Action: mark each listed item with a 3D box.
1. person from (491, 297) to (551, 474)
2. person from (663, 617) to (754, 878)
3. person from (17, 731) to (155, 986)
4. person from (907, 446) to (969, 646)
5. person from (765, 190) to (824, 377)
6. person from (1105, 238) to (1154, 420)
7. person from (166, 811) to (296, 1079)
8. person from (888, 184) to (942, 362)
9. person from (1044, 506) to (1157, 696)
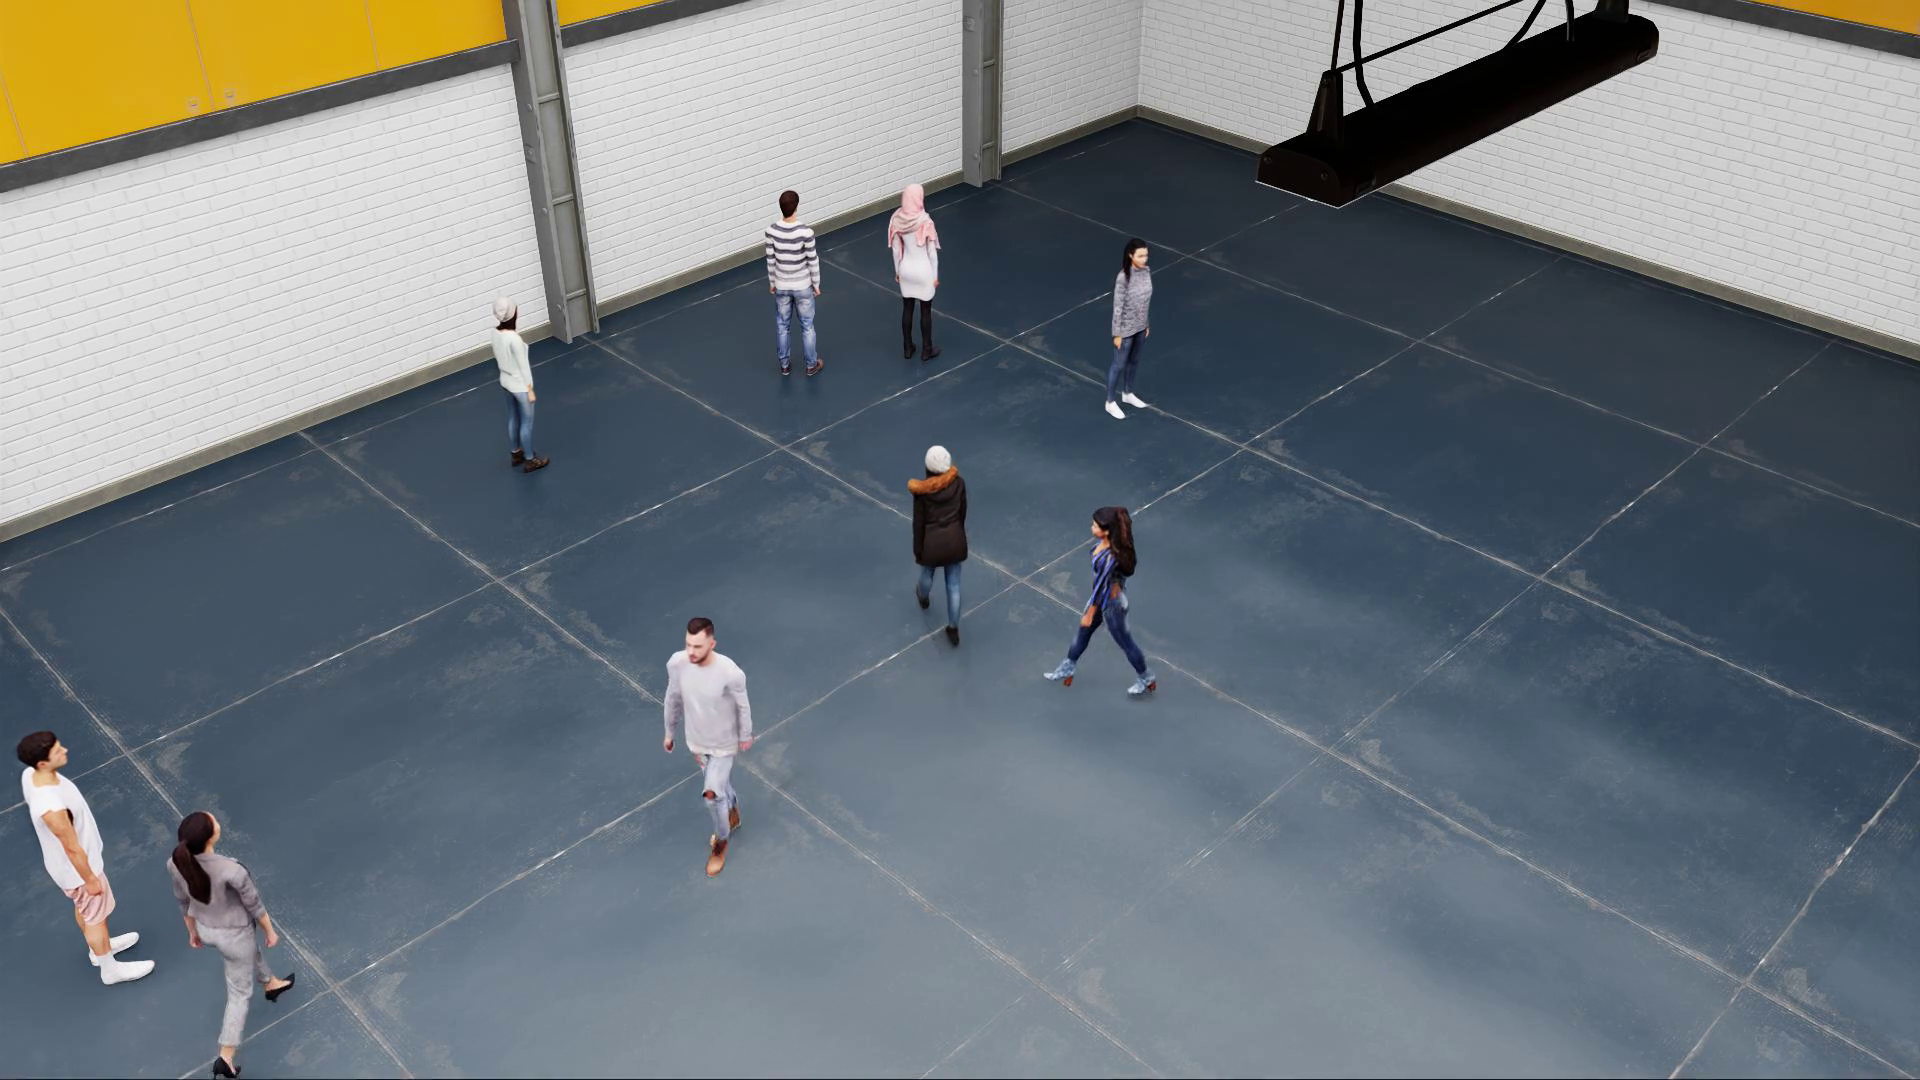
[{"bbox_3d":[-3.875,-1.367,14.533,0.479,1.647,0.549,-29,43,-36],"label":"person"},{"bbox_3d":[-1.537,1.186,10.536,0.814,1.819,0.888,16,37,23],"label":"person"},{"bbox_3d":[-5.119,1.829,9.598,0.587,1.786,0.669,-23,40,-31],"label":"person"},{"bbox_3d":[-0.114,0.067,12.415,1.028,1.603,0.990,-8,34,-12],"label":"person"},{"bbox_3d":[-1.608,-2.465,16.000,0.720,1.852,0.736,5,34,7],"label":"person"},{"bbox_3d":[1.577,-1.985,15.386,0.448,1.732,0.674,-28,43,-35],"label":"person"},{"bbox_3d":[-4.053,2.230,9.126,1.005,1.642,1.188,8,34,11],"label":"person"},{"bbox_3d":[-0.427,-2.610,16.261,0.722,1.803,0.726,13,36,18],"label":"person"},{"bbox_3d":[1.139,0.479,11.816,1.115,1.579,1.049,0,34,-1],"label":"person"}]
